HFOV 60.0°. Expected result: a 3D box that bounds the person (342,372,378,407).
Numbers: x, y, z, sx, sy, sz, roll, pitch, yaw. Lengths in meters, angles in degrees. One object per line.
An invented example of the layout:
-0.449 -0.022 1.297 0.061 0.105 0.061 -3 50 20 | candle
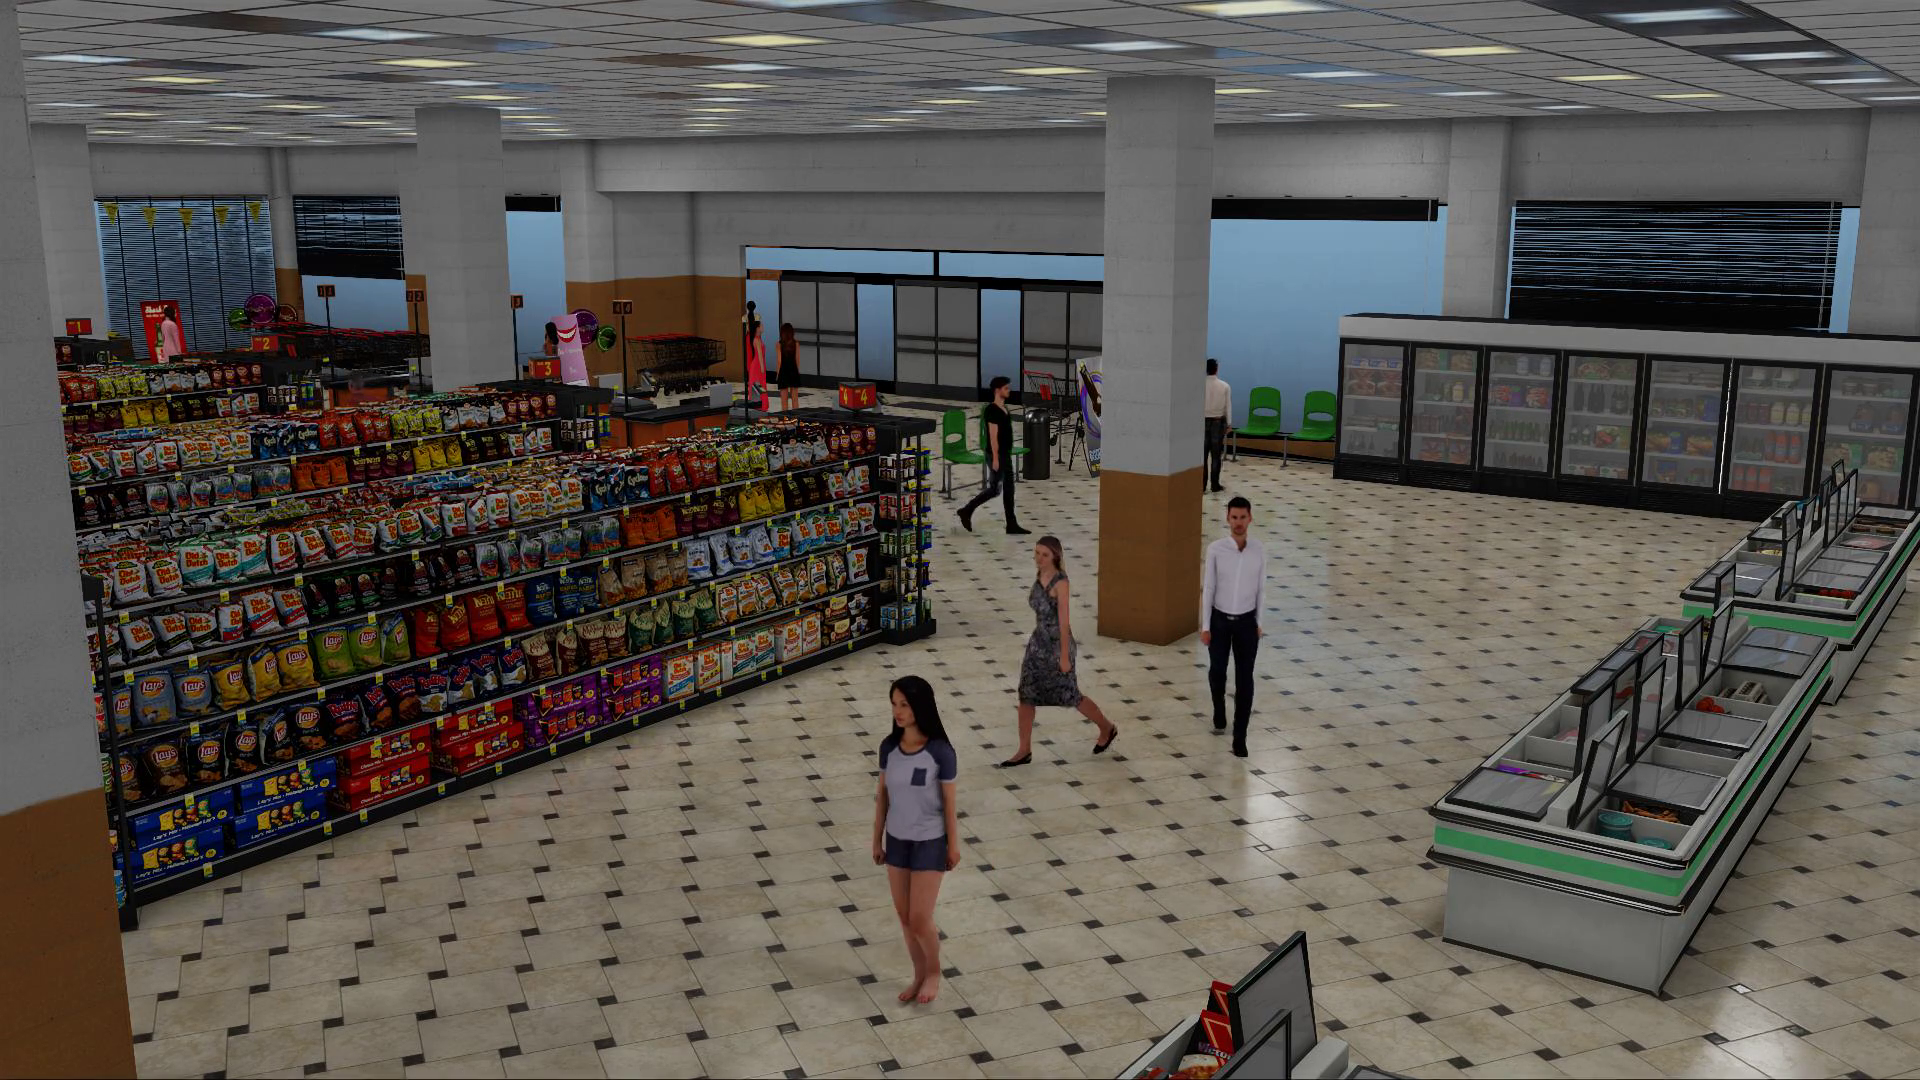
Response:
-7.360 -1.150 20.660 0.862 1.787 1.140 10 16 41 | person

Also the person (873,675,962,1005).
-0.167 1.492 8.348 0.613 1.689 0.615 7 14 31 | person

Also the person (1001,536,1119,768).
0.751 0.800 11.720 1.202 1.655 0.945 -6 13 -25 | person

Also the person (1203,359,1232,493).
3.392 -1.553 22.542 0.784 1.801 0.745 4 12 16 | person

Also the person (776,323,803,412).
-2.909 -2.763 28.203 0.630 1.835 0.725 -5 13 -21 | person

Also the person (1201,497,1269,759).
1.995 0.599 12.280 1.019 1.817 1.337 1 12 7 | person

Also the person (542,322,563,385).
-7.540 -3.215 30.813 0.783 1.645 0.636 2 12 8 | person

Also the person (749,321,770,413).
-3.651 -3.102 30.076 0.747 1.727 0.713 -4 13 -19 | person

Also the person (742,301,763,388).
-4.309 -4.075 34.538 0.648 1.792 0.748 -5 13 -21 | person

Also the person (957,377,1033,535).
0.383 -0.974 19.614 0.978 1.873 1.147 4 12 16 | person

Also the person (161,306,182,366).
-15.467 -3.677 32.626 0.618 1.801 0.532 7 14 31 | person
